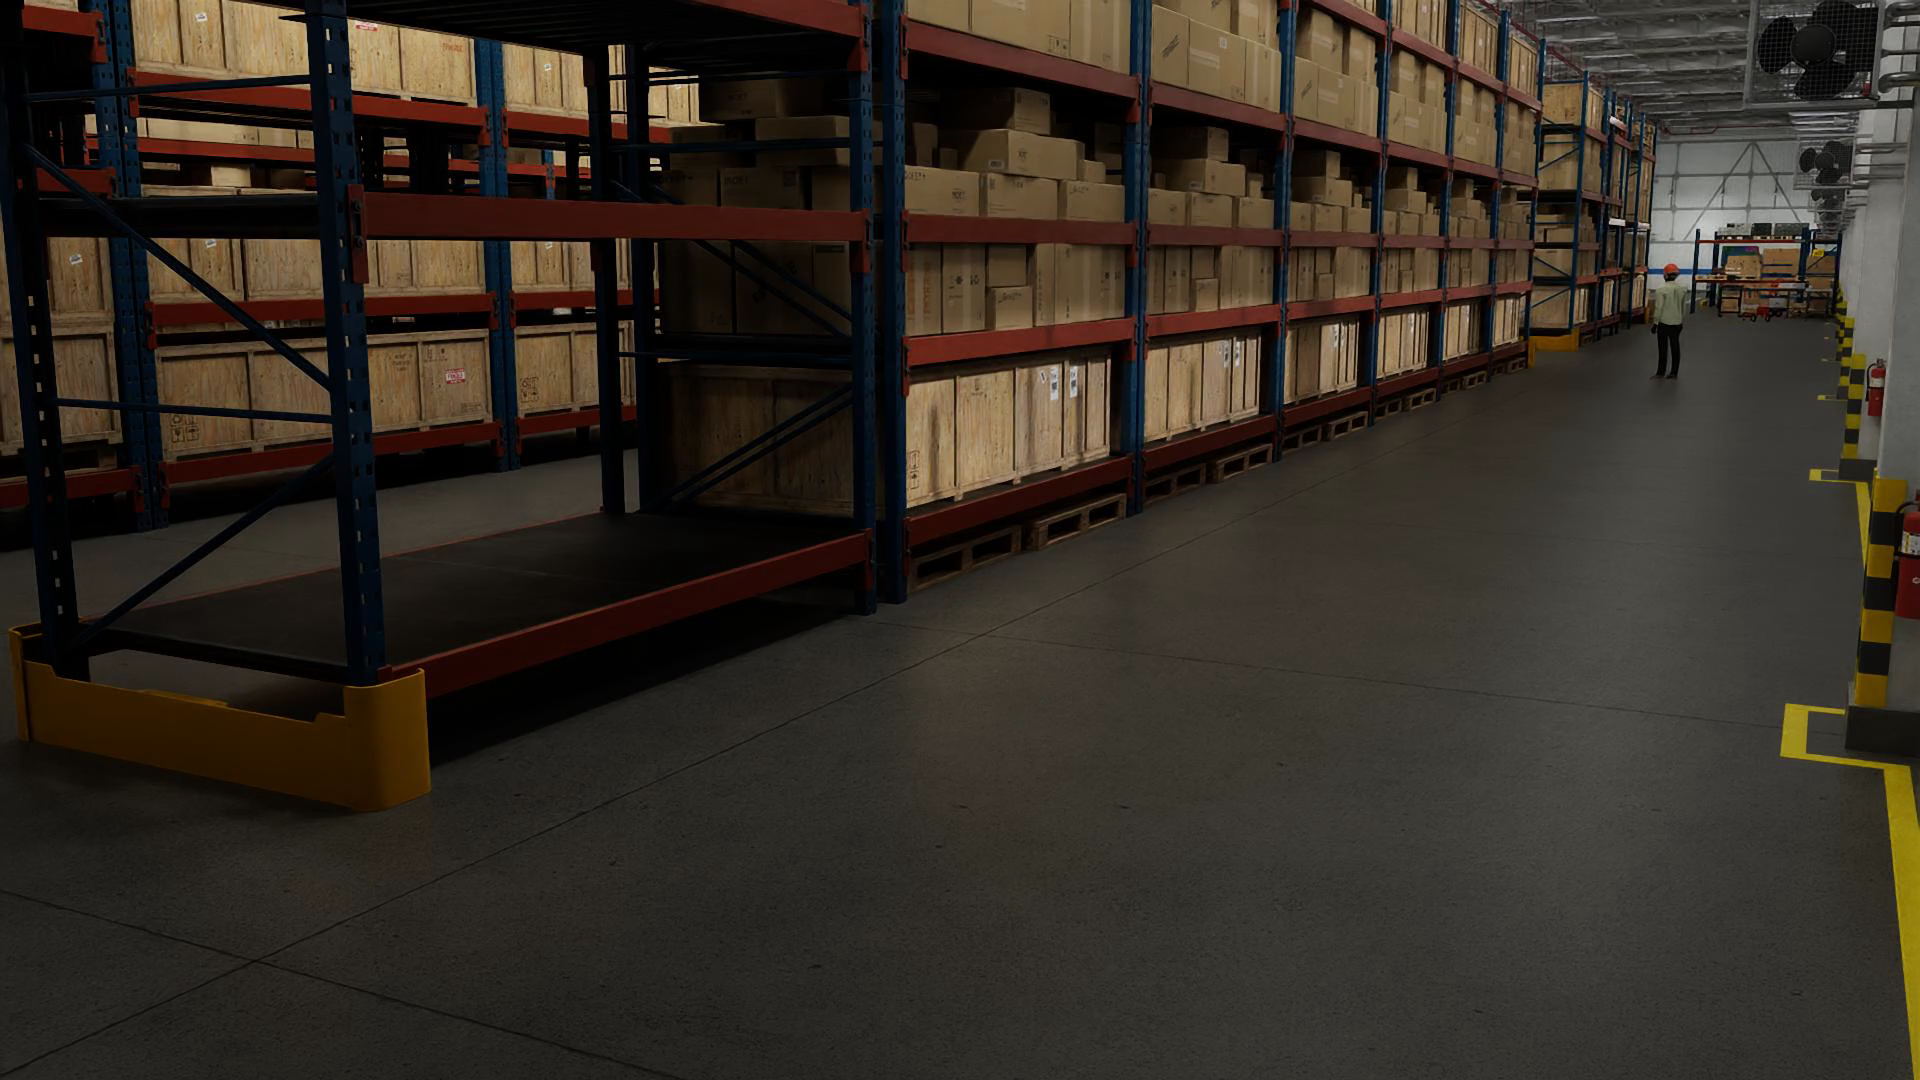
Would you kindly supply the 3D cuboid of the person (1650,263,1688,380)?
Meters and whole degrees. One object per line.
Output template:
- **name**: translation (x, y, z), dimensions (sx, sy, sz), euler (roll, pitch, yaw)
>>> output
- **person**: translation (12.134, -3.729, 28.494), dimensions (0.611, 1.996, 0.379), euler (-3, 10, -16)

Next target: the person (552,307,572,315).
- **person**: translation (-5.682, -2.823, 23.953), dimensions (0.525, 1.752, 0.456), euler (5, 11, 29)
